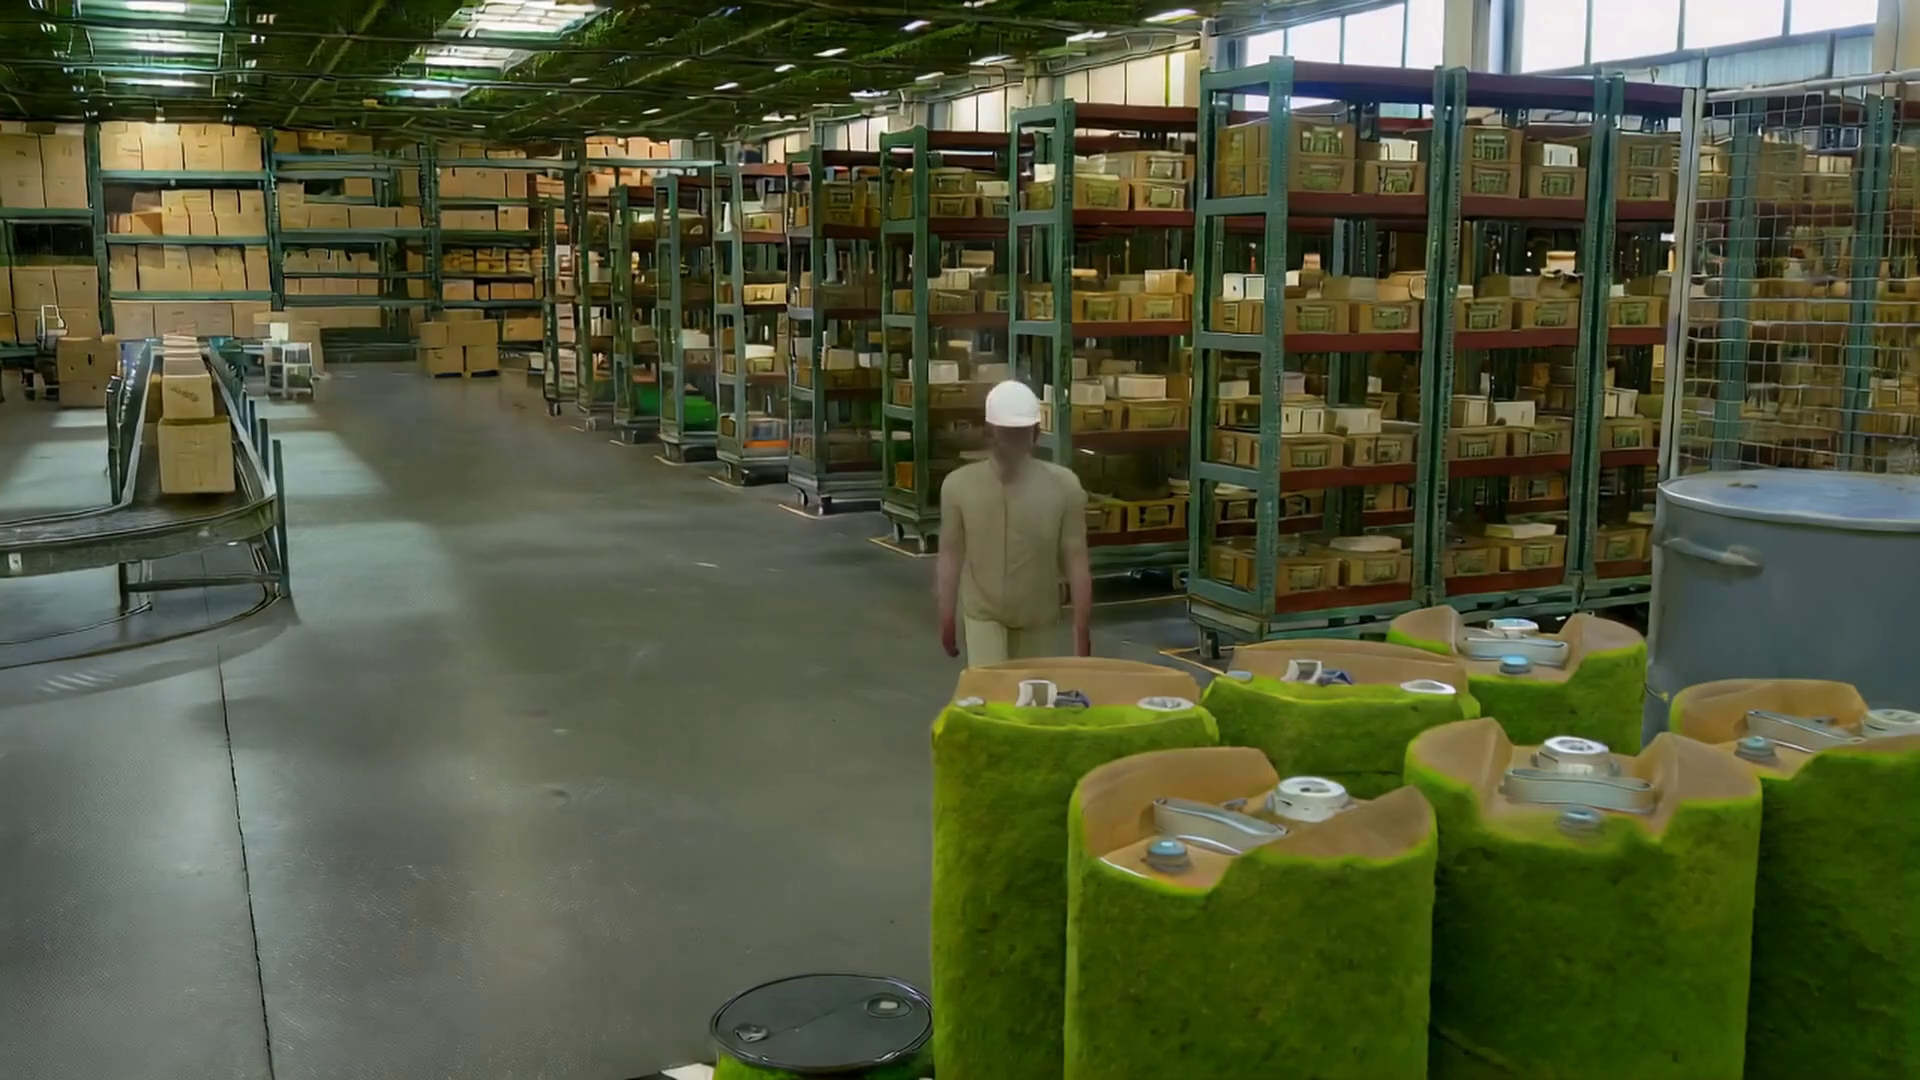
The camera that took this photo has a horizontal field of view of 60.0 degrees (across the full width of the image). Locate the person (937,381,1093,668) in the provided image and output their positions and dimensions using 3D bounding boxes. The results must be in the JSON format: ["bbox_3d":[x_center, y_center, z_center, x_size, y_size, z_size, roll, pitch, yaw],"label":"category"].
[{"bbox_3d":[0.234,0.331,6.885,0.644,1.952,0.951,-1,9,-4],"label":"person"}]

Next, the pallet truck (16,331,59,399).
[{"bbox_3d":[-17.082,-3.353,31.781,1.630,1.274,0.653,-4,10,-25],"label":"pallet truck"}]

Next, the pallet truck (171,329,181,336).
[{"bbox_3d":[-17.275,-3.851,35.096,1.601,1.201,0.680,0,9,1],"label":"pallet truck"}]

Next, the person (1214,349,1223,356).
[{"bbox_3d":[3.451,-2.244,23.243,0.586,1.836,0.404,5,11,30],"label":"person"}]
